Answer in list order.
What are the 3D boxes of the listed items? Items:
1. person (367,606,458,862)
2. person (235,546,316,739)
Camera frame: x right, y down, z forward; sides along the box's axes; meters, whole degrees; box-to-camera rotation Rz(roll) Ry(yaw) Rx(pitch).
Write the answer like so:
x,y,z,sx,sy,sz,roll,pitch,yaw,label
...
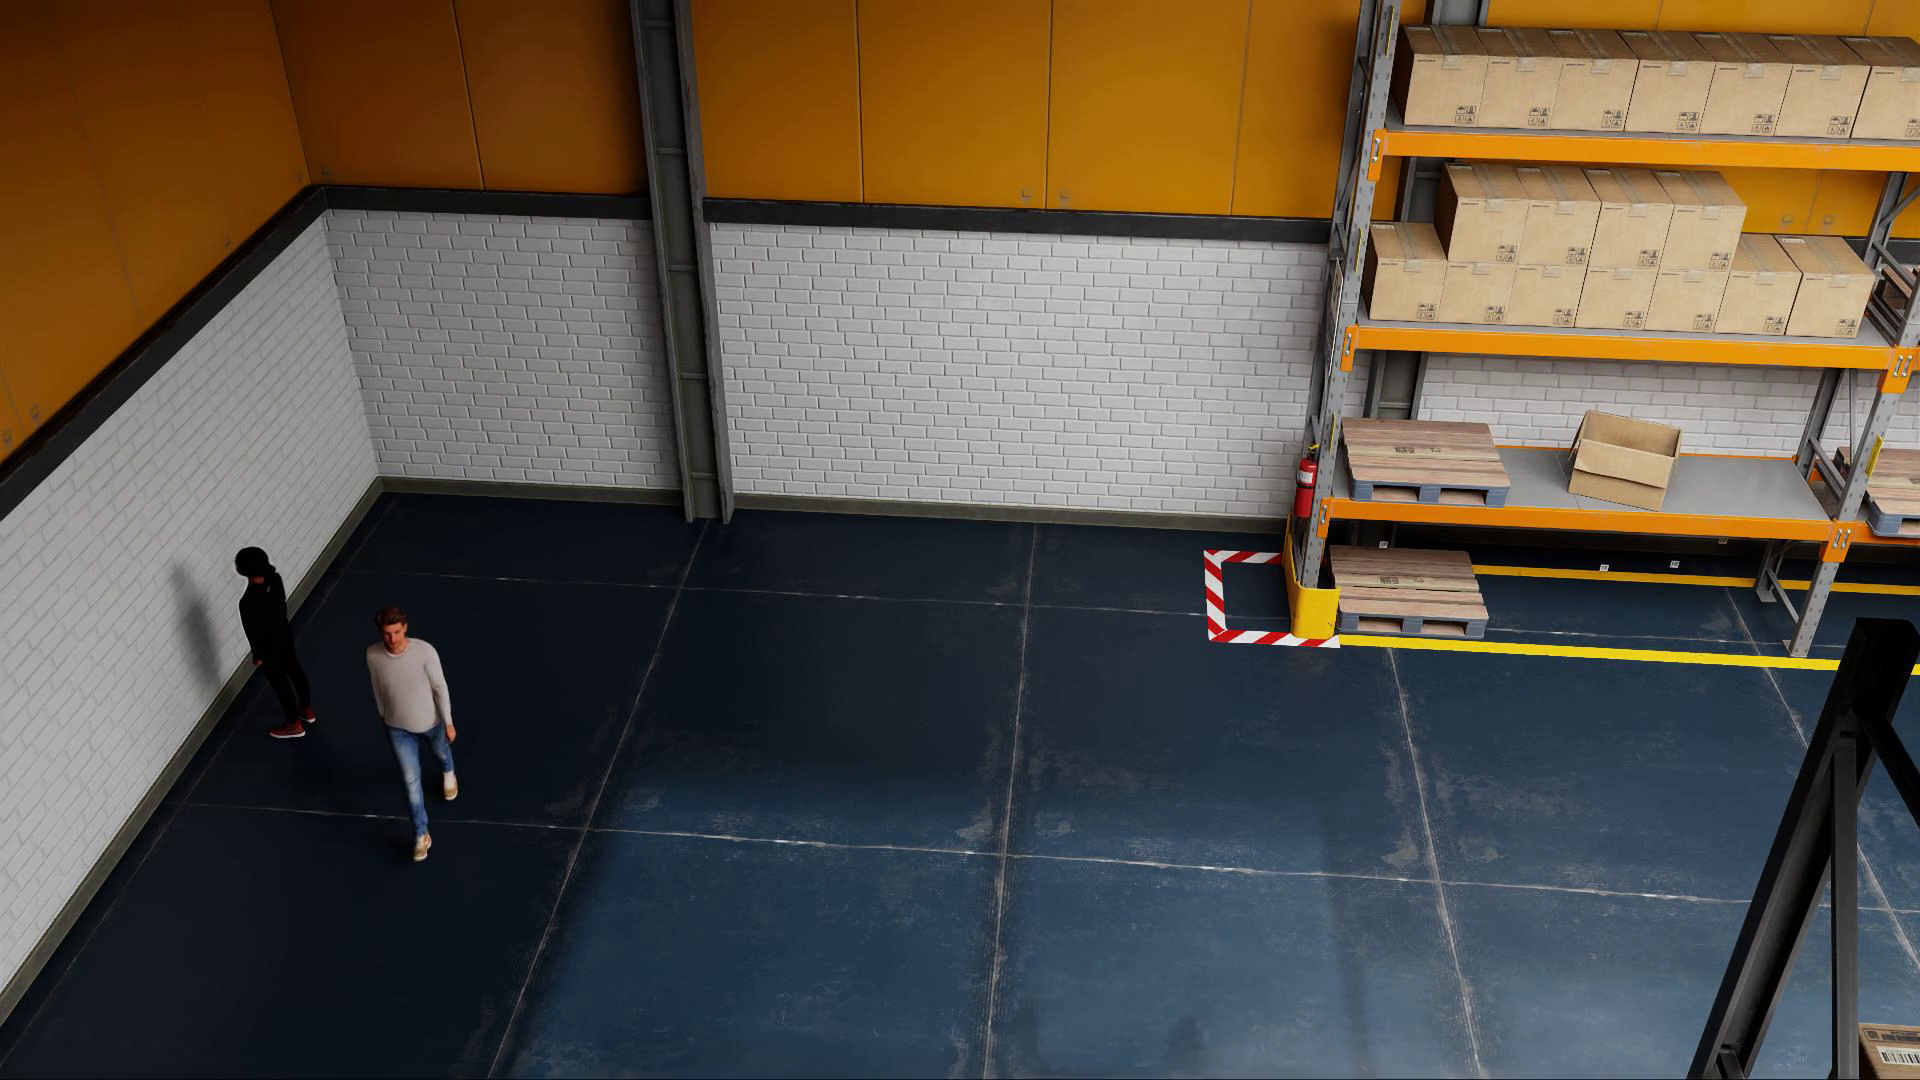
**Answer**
x,y,z,sx,sy,sz,roll,pitch,yaw,label
-3.753,1.191,11.525,1.219,1.858,0.948,-5,34,-8,person
-5.103,0.741,12.368,0.581,1.674,0.615,7,34,10,person
